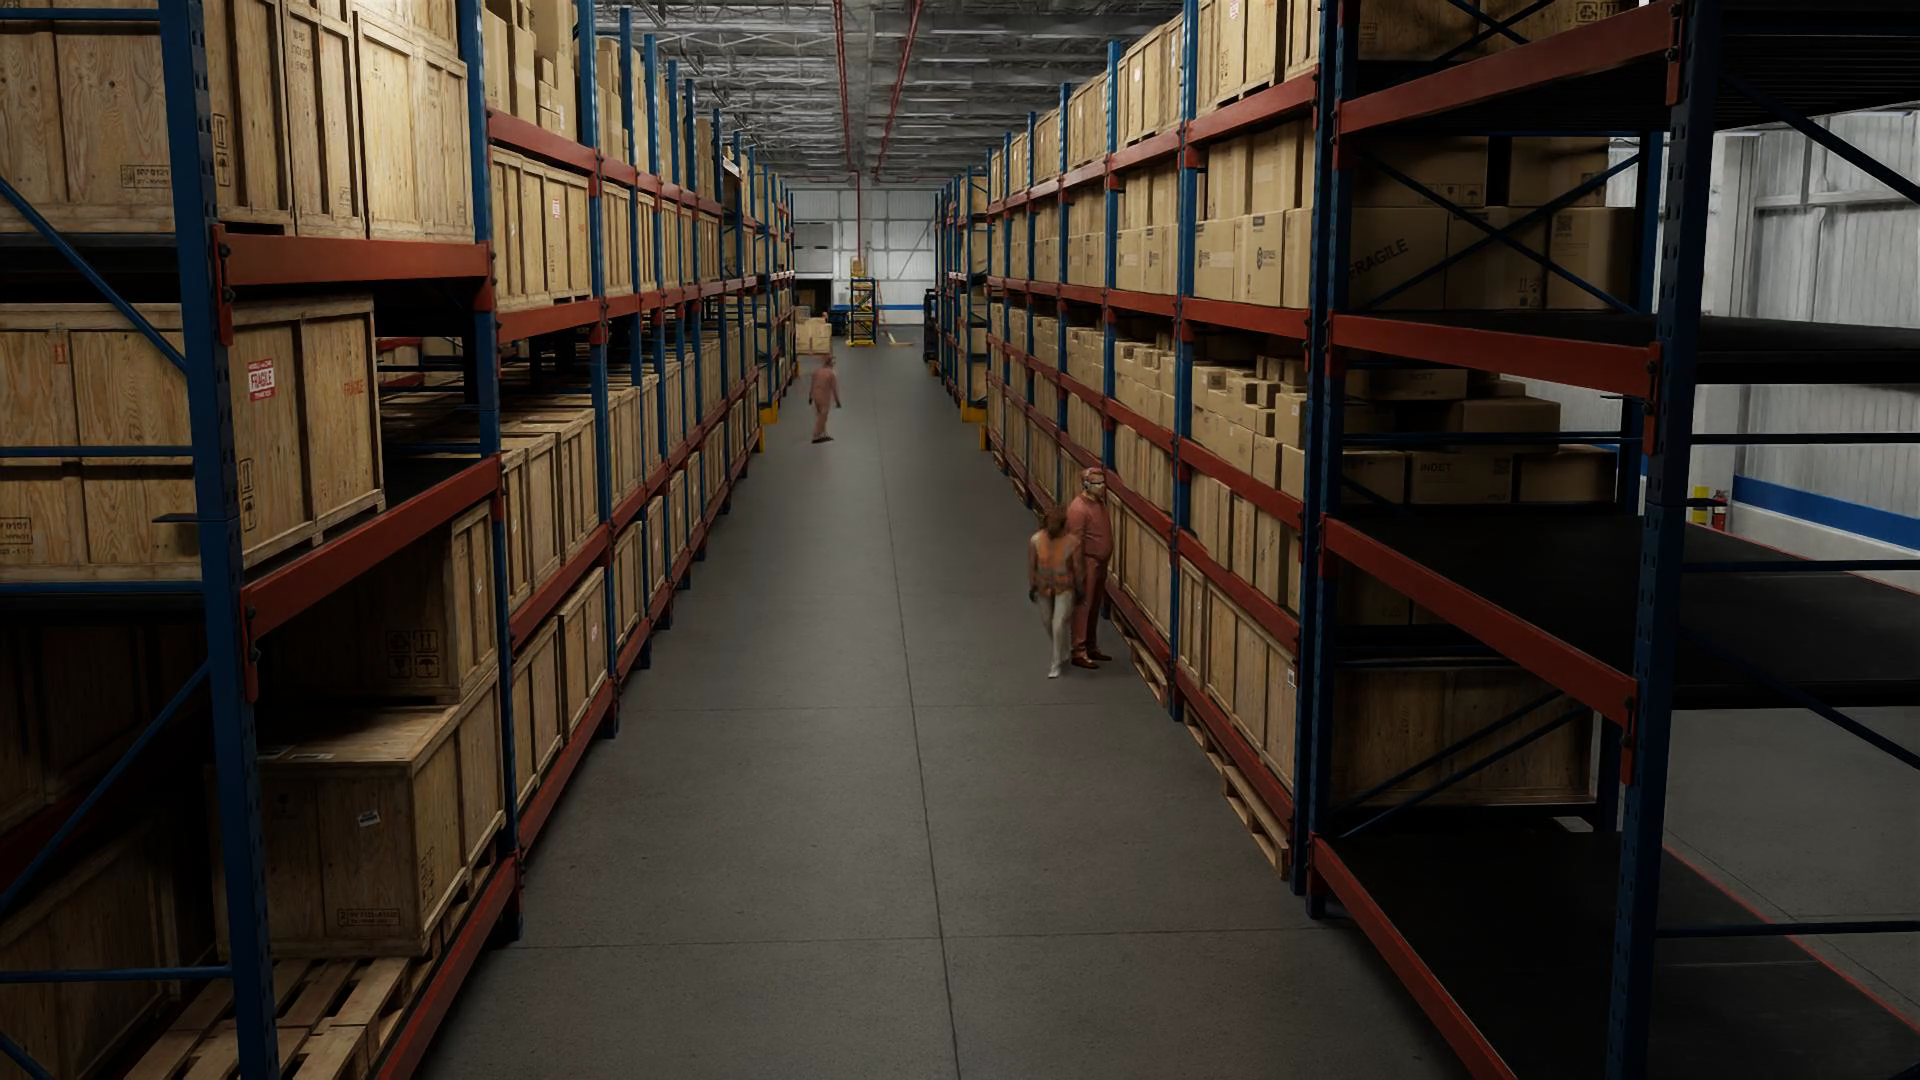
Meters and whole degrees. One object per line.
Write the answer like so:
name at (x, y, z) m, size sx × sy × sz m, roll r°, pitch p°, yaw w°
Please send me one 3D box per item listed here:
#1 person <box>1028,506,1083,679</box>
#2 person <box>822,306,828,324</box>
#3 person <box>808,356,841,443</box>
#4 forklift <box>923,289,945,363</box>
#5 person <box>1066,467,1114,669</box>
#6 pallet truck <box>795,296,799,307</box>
person at (0.915, 0.445, 15.608) m, size 0.519 × 1.604 × 0.716 m, roll 3°, pitch 10°, yaw 18°
person at (-6.584, -10.557, 81.113) m, size 0.333 × 1.686 × 0.535 m, roll -3°, pitch 10°, yaw -18°
person at (-2.862, -2.988, 35.385) m, size 0.671 × 1.850 × 0.759 m, roll 9°, pitch 13°, yaw 43°
forklift at (-0.839, -8.200, 63.449) m, size 1.129 × 2.768 × 1.873 m, roll -1°, pitch 10°, yaw -3°
person at (1.261, 0.256, 15.844) m, size 0.408 × 1.906 × 0.654 m, roll 5°, pitch 11°, yaw 26°
pallet truck at (-8.622, -12.439, 91.403) m, size 1.885 × 1.965 × 0.823 m, roll 2°, pitch 10°, yaw 13°
